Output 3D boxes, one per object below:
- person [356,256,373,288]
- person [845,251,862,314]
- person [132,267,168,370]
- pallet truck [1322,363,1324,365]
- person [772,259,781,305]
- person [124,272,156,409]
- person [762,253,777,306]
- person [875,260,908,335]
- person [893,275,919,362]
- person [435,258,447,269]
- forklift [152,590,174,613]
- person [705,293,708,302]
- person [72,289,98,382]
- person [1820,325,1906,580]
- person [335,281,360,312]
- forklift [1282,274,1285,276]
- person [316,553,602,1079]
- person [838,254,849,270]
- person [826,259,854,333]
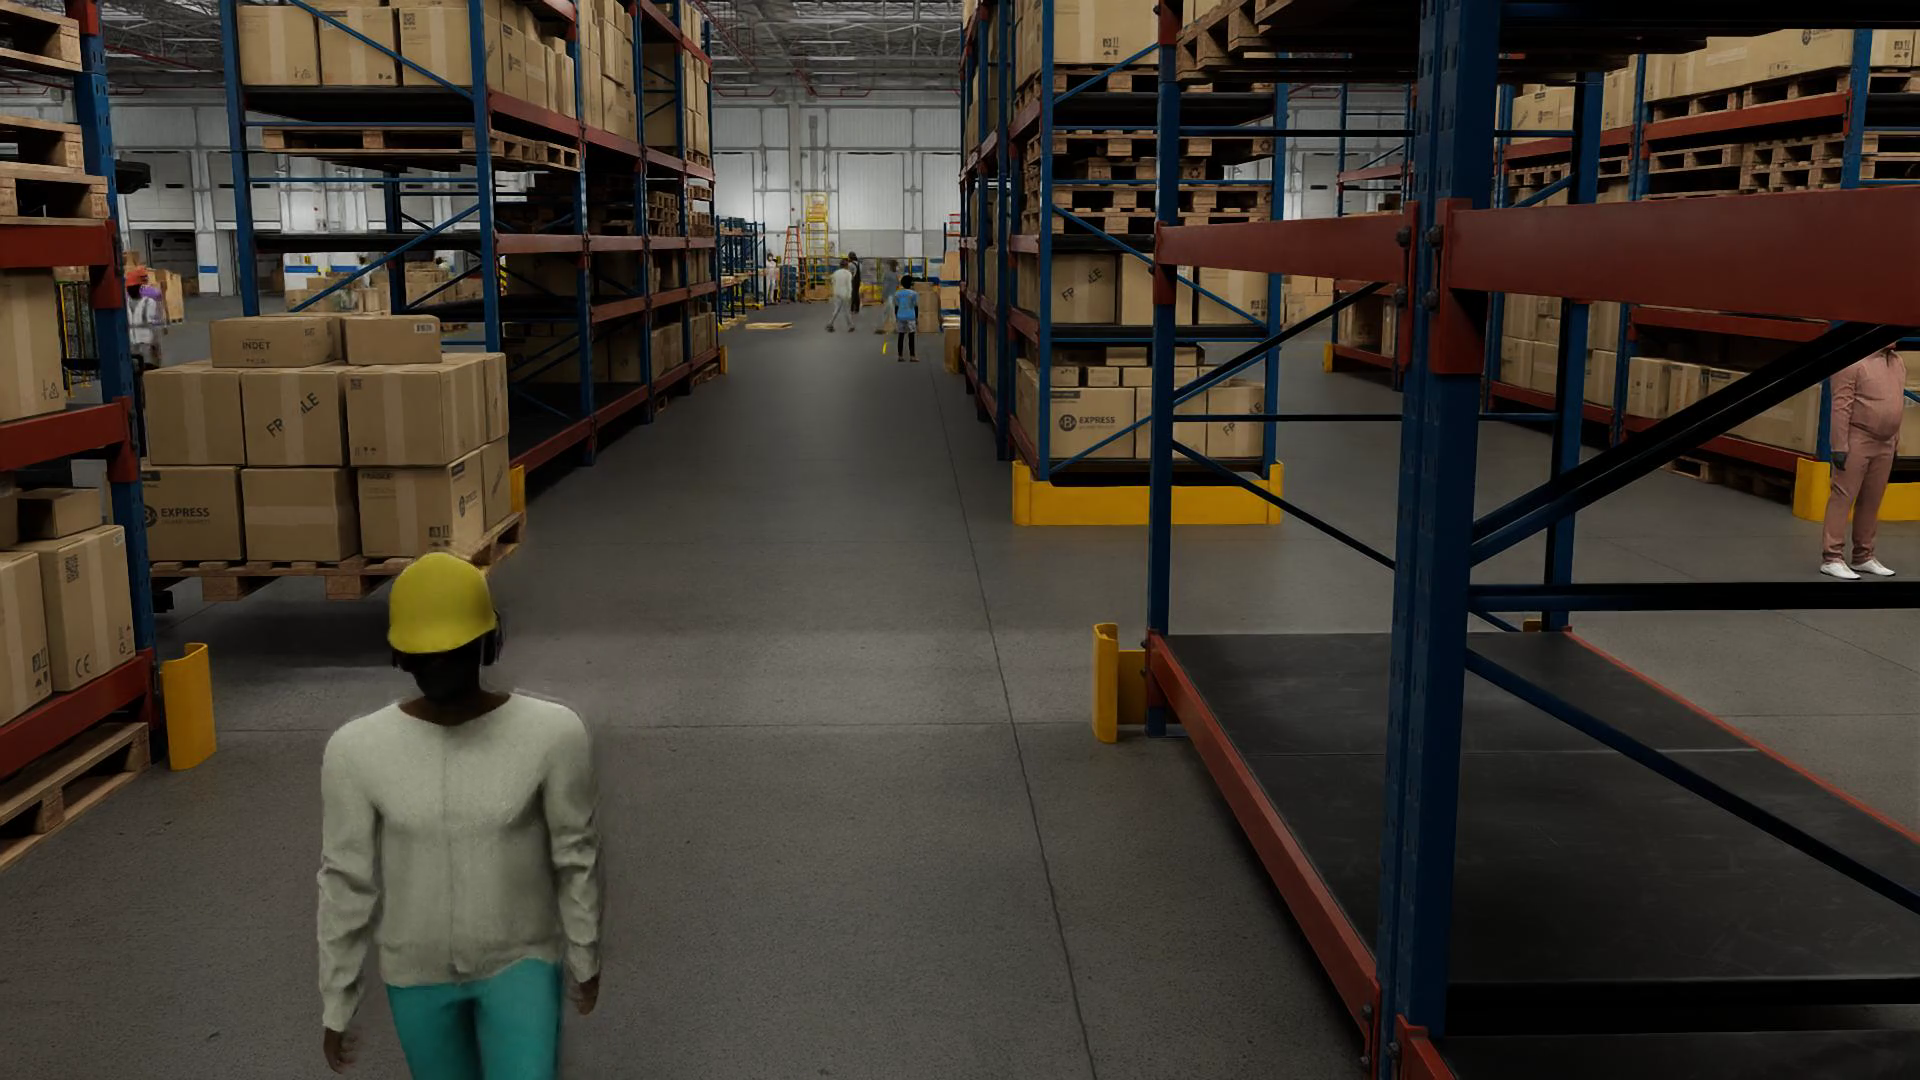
[{"bbox_3d":[-19.771,-8.460,55.094,0.493,1.856,0.552,9,14,42],"label":"person"},{"bbox_3d":[-3.520,-8.351,53.983,0.538,2.000,0.684,6,12,29],"label":"person"},{"bbox_3d":[-13.897,-3.707,28.478,0.612,1.907,0.425,-8,13,-37],"label":"person"},{"bbox_3d":[7.712,-4.157,30.737,1.885,1.965,0.823,3,11,16],"label":"pallet truck"},{"bbox_3d":[-6.857,-9.534,61.525,0.318,1.700,0.536,6,12,32],"label":"person"},{"bbox_3d":[-11.557,-2.802,23.398,0.553,1.920,0.413,1,10,5],"label":"person"},{"bbox_3d":[-6.995,-9.581,61.132,0.372,1.935,0.627,10,14,44],"label":"person"},{"bbox_3d":[-1.695,-6.093,41.855,1.058,1.874,0.646,4,11,23],"label":"person"},{"bbox_3d":[-1.042,-4.325,32.523,0.533,1.692,0.319,5,11,24],"label":"person"},{"bbox_3d":[-18.336,-9.066,58.719,0.990,1.780,0.650,0,10,2],"label":"person"},{"bbox_3d":[-5.858,-0.811,9.639,1.873,2.768,1.129,-1,10,-3],"label":"forklift"},{"bbox_3d":[-9.122,-9.233,59.216,0.596,1.923,0.381,3,10,14],"label":"person"},{"bbox_3d":[-14.509,-3.435,27.809,0.614,1.607,0.531,8,13,39],"label":"person"},{"bbox_3d":[6.341,-0.671,11.608,0.642,1.900,0.400,-4,11,-23],"label":"person"},{"bbox_3d":[-12.561,-4.566,34.088,0.517,1.611,0.707,-9,14,-41],"label":"person"},{"bbox_3d":[12.168,-10.666,64.537,1.129,2.768,1.873,0,10,-2],"label":"forklift"},{"bbox_3d":[-0.993,0.893,3.300,0.542,1.734,0.728,-1,10,-8],"label":"person"},{"bbox_3d":[-4.322,-9.729,62.137,1.014,1.877,0.605,-8,13,-39],"label":"person"},{"bbox_3d":[-3.096,-6.317,43.111,0.672,1.891,0.999,6,12,29],"label":"person"}]
